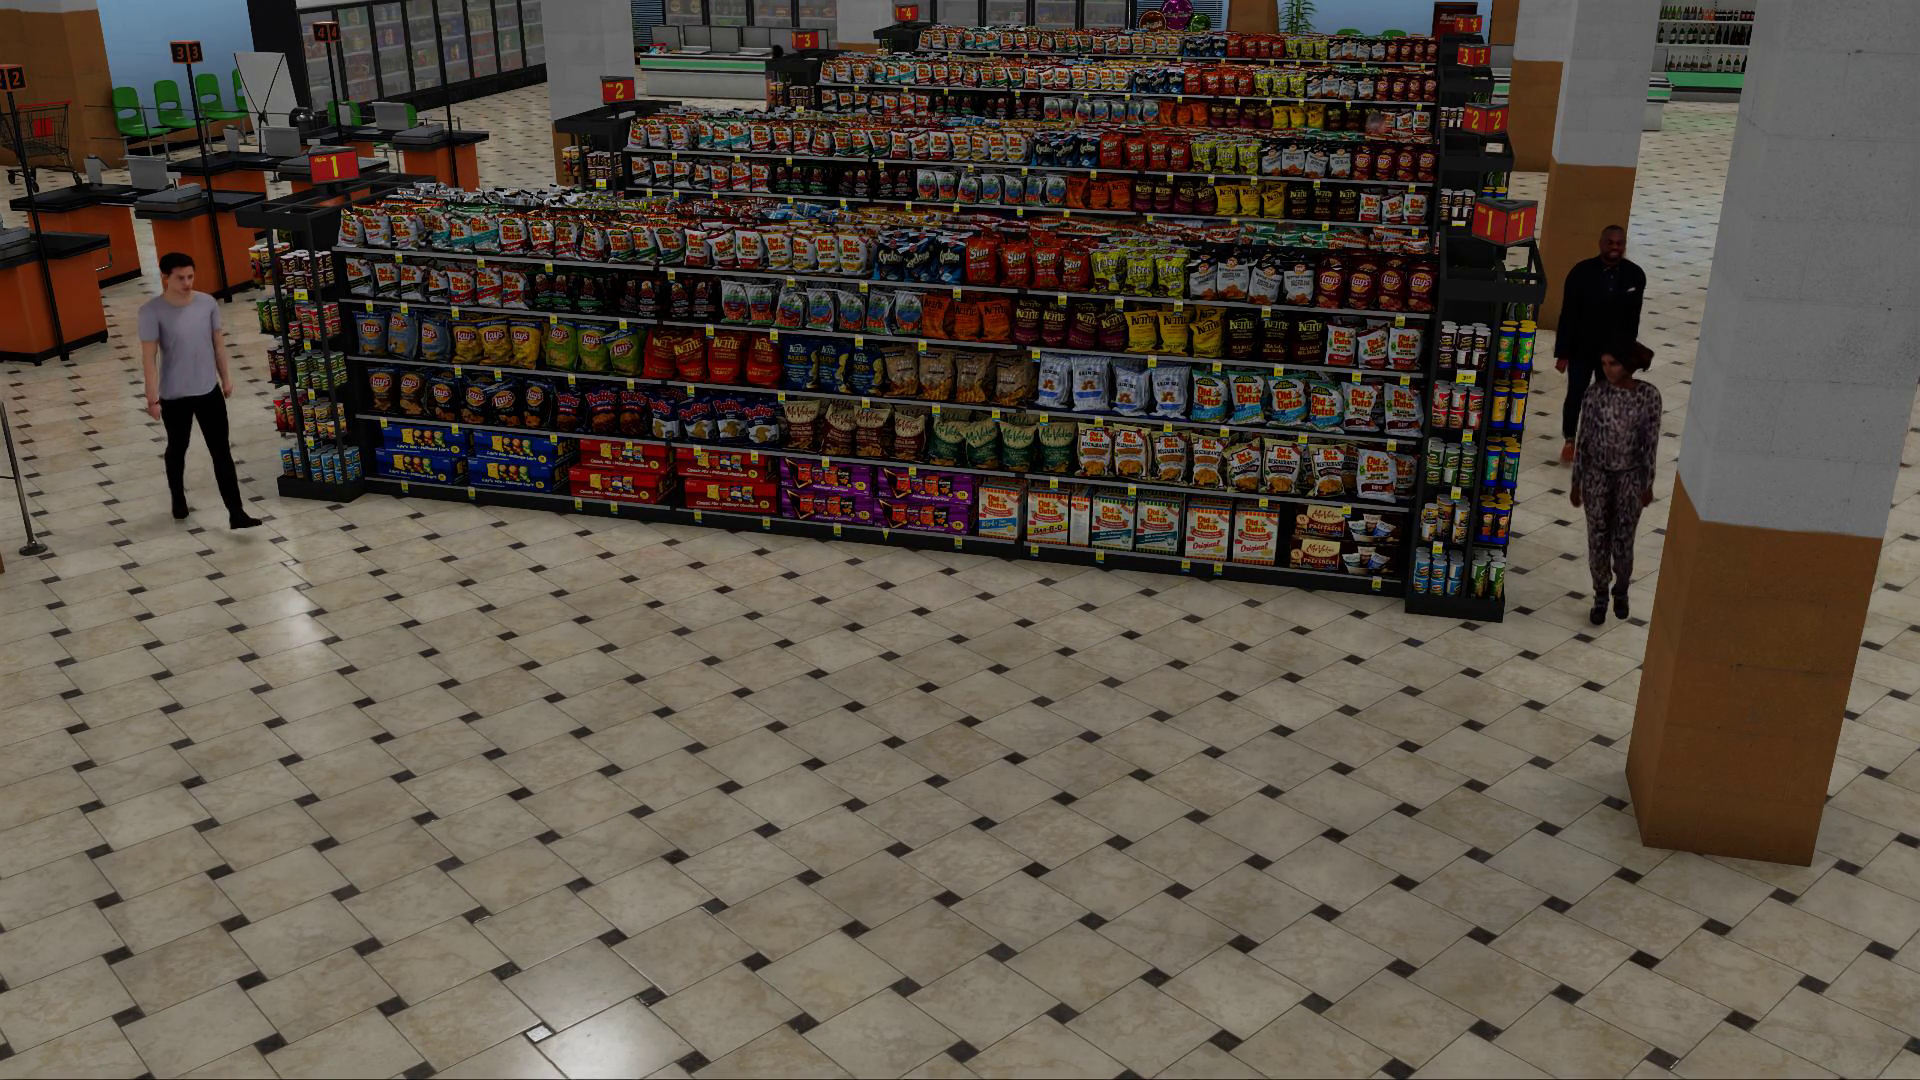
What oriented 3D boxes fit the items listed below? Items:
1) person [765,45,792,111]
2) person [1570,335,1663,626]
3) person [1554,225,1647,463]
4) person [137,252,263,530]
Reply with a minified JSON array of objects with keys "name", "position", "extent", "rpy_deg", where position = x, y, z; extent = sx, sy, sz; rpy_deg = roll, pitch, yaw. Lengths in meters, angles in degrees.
[{"name":"person","position":[-2.613,-6.292,24.173],"extent":[0.702,1.756,0.738],"rpy_deg":[-16,27,-34]},{"name":"person","position":[3.712,-0.347,9.460],"extent":[0.623,1.694,0.725],"rpy_deg":[11,24,26]},{"name":"person","position":[4.501,-1.332,11.813],"extent":[1.082,1.767,0.766],"rpy_deg":[5,23,13]},{"name":"person","position":[-5.046,-0.959,10.823],"extent":[1.160,1.812,1.357],"rpy_deg":[-19,29,-39]}]
